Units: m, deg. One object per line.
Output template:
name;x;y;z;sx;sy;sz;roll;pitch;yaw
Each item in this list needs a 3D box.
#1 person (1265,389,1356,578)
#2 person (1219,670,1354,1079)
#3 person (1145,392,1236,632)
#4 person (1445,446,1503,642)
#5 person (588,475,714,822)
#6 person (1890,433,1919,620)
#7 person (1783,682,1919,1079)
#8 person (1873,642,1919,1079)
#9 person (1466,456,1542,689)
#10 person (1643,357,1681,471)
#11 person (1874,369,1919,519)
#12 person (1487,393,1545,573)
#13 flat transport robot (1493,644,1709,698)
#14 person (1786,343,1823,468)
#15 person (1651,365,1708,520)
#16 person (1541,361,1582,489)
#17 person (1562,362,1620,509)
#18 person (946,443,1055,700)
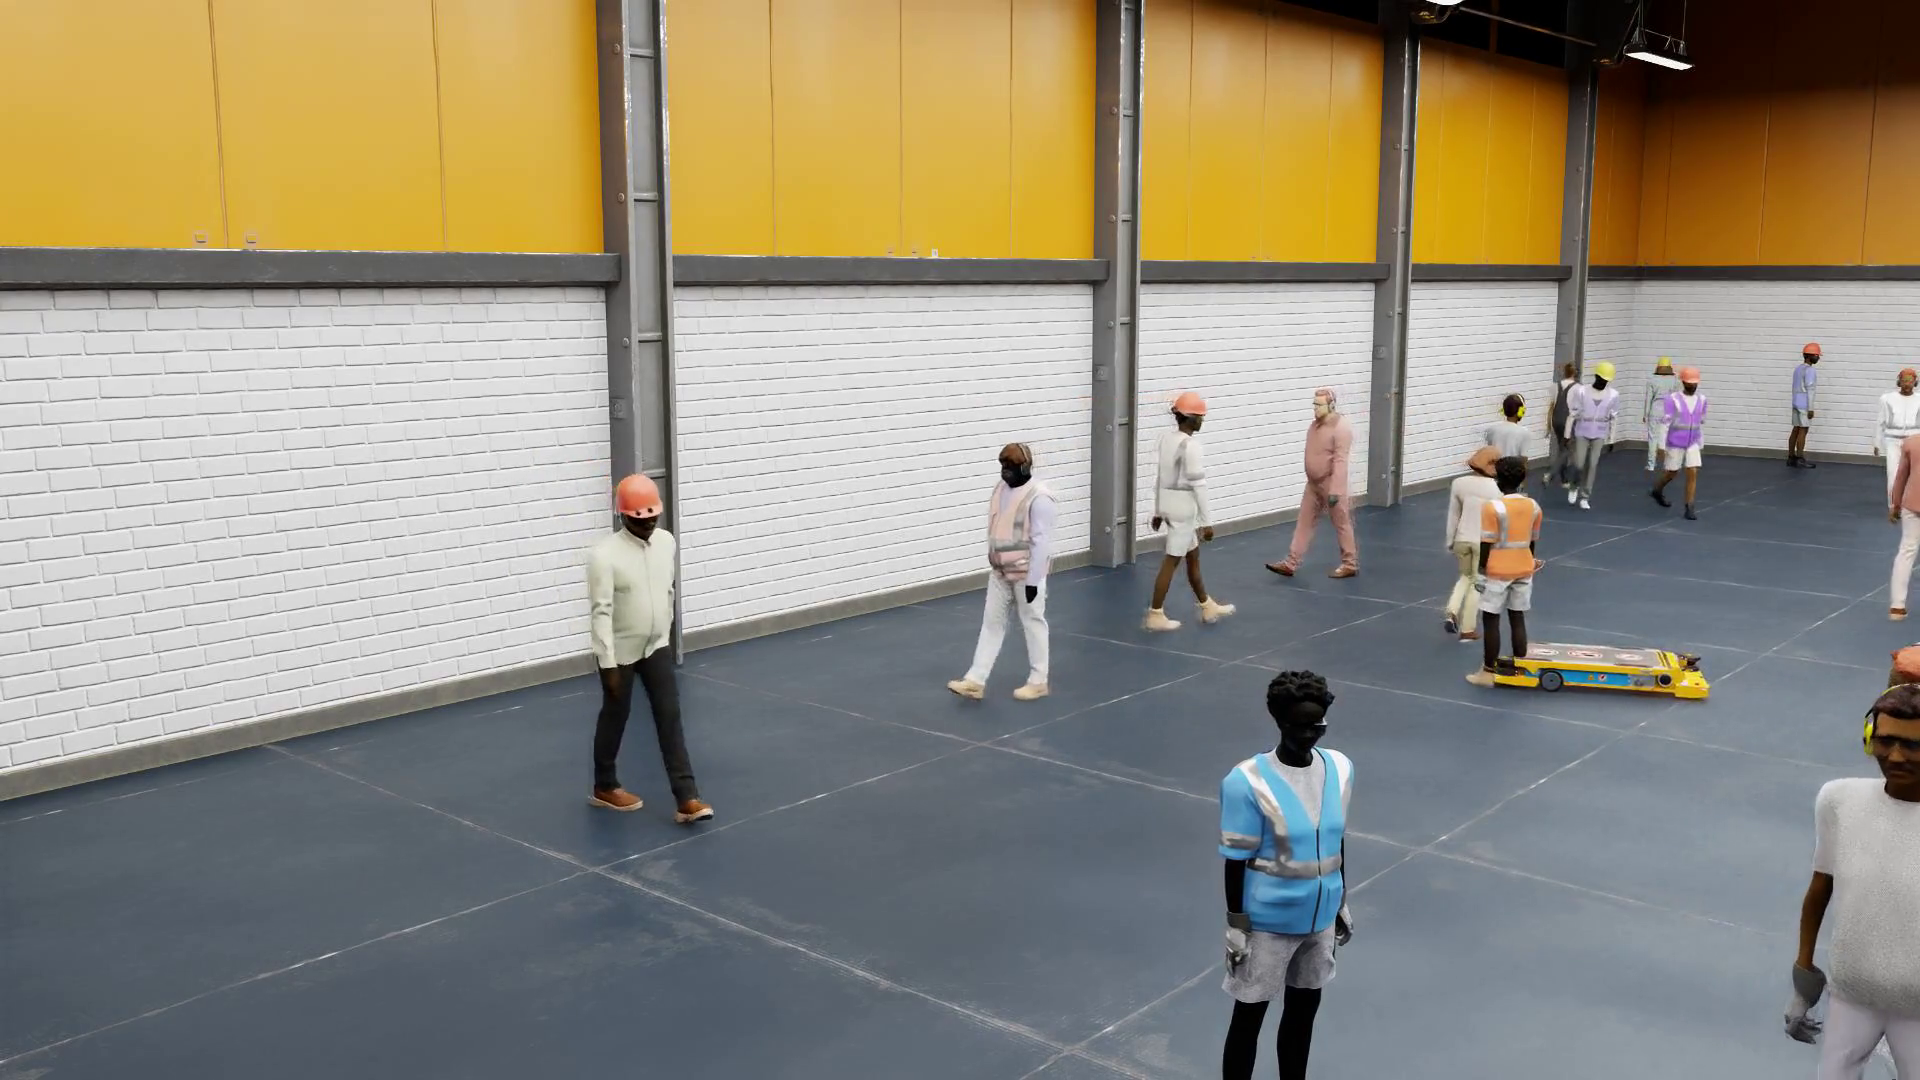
person;3.488;-0.527;16.204;0.994;1.861;0.664;-4;10;-22
person;1.094;1.253;5.554;0.540;1.698;0.317;-5;10;-28
person;1.978;-0.231;13.897;0.969;2.005;0.644;-3;9;-16
person;4.203;0.035;13.505;0.359;1.611;0.508;-8;12;-42
person;-1.704;0.594;8.973;0.984;1.921;0.674;7;12;39
person;8.444;-0.276;14.386;0.893;1.934;0.723;-6;11;-35
person;2.618;1.308;4.695;0.530;1.864;0.311;7;12;39
person;3.147;1.222;5.293;0.630;1.857;0.417;-8;12;-41
person;3.939;0.239;11.982;0.541;1.688;0.329;-4;10;-25
person;10.694;-1.919;25.368;0.508;1.739;0.309;3;9;17
person;11.595;-1.182;20.441;0.598;1.832;0.980;4;10;23
person;5.399;-0.512;16.233;0.931;1.825;0.557;-8;12;-41
flat transport robot;4.624;0.927;12.074;1.431;0.197;0.652;3;9;18
person;13.096;-2.079;25.755;0.379;1.931;0.548;1;9;3
person;8.869;-1.222;20.515;0.594;1.899;0.835;-1;9;-4
person;8.312;-1.566;22.939;0.793;1.812;0.547;-7;11;-37
person;8.020;-1.325;21.157;0.671;1.882;0.497;1;9;9
person;0.315;0.242;11.530;0.771;1.814;0.657;-6;11;-35
